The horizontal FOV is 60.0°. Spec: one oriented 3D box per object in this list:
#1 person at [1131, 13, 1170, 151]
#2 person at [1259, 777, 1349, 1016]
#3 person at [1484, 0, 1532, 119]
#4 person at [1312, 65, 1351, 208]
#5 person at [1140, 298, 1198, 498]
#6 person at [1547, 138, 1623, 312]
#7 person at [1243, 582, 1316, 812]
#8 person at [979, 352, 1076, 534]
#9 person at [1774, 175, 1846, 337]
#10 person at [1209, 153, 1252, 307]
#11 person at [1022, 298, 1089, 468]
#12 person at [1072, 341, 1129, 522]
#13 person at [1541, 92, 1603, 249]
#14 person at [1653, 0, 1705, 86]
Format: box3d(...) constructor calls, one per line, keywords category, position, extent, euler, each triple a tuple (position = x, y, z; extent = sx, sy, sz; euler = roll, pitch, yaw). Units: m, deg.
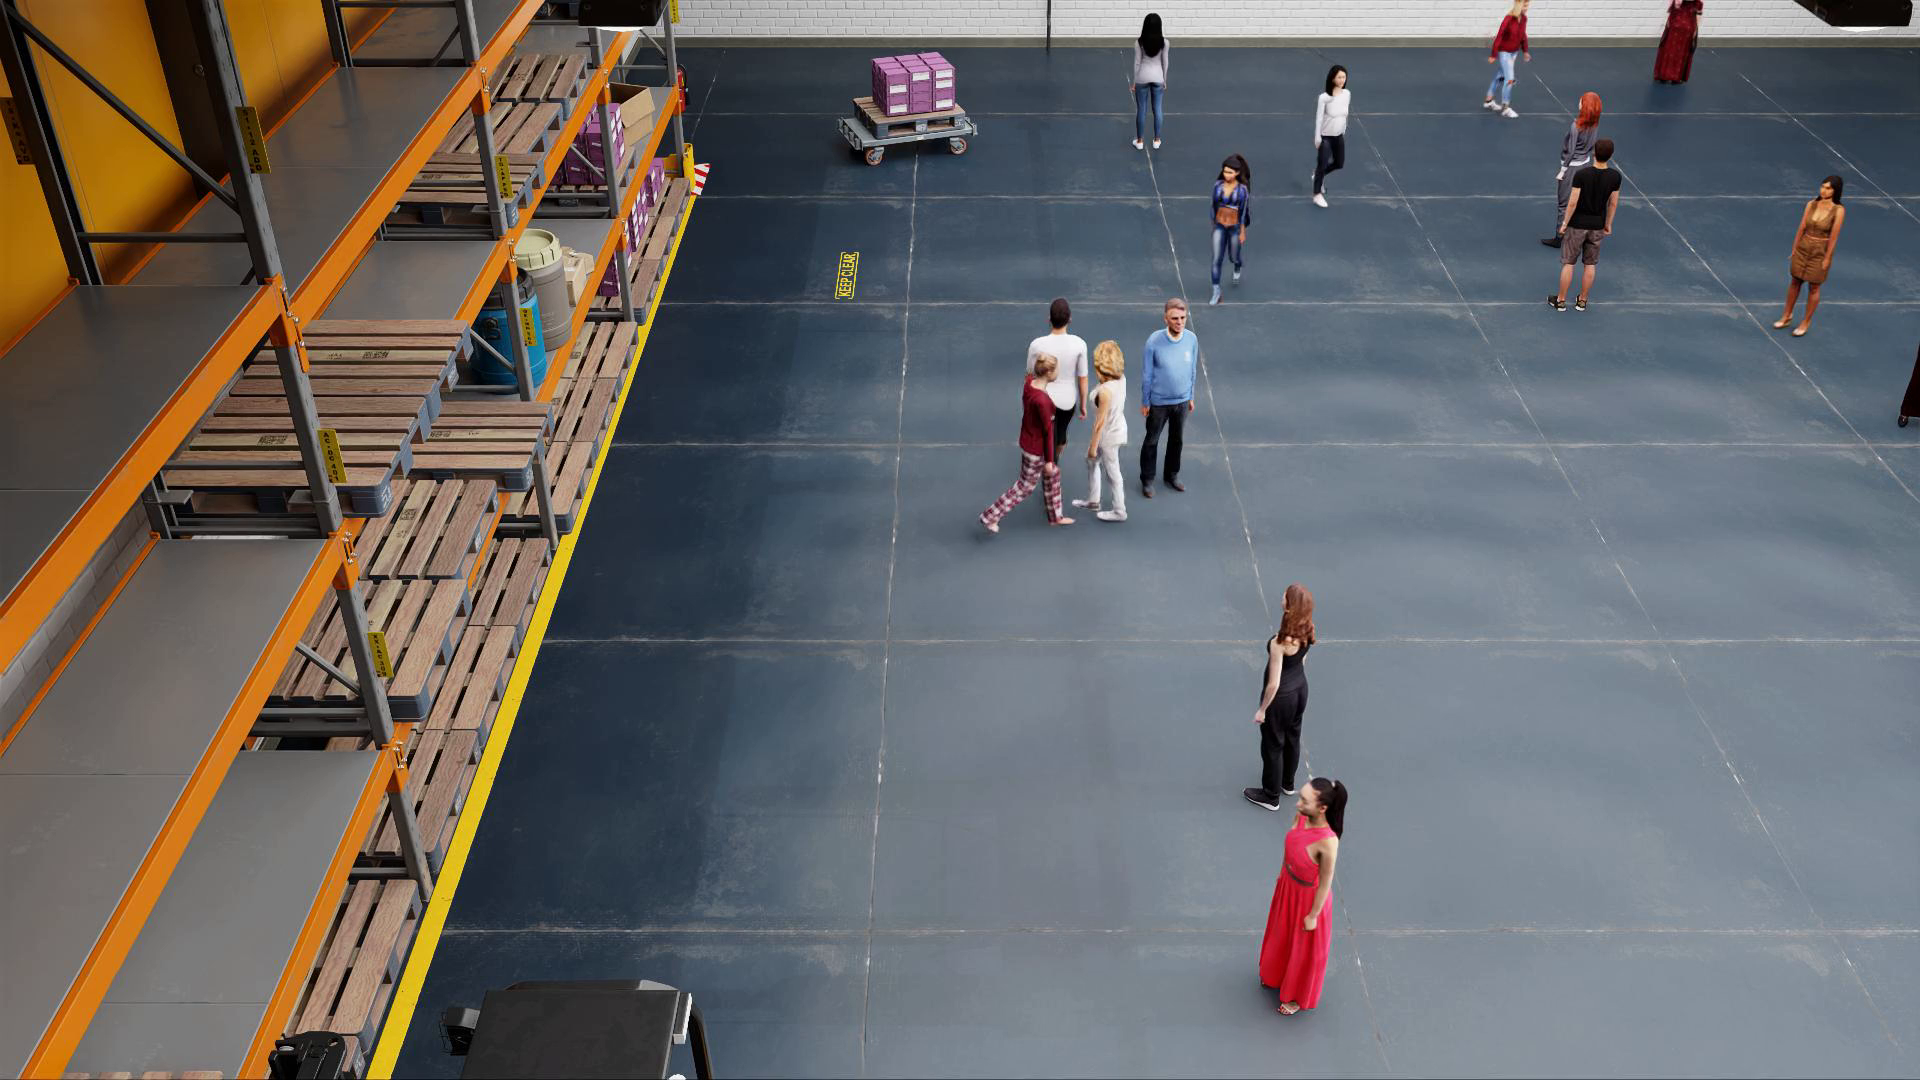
box3d(category="person", position=(2.434, -5.877, 21.318), extent=(0.610, 1.735, 0.529), euler=(-2, 34, -3))
box3d(category="person", position=(1.956, 2.016, 9.455), extent=(0.739, 1.721, 0.604), euler=(-9, 35, -14))
box3d(category="person", position=(7.342, -6.583, 22.501), extent=(0.902, 1.601, 0.980), euler=(-26, 42, -34))
box3d(category="person", position=(4.349, -4.834, 19.790), extent=(0.764, 1.688, 0.835), euler=(-14, 36, -20))
box3d(category="person", position=(1.786, -1.245, 14.273), extent=(0.717, 1.820, 0.681), euler=(-10, 35, -14))
box3d(category="person", position=(6.508, -3.274, 17.288), extent=(0.682, 1.861, 0.557), euler=(1, 34, 1))
box3d(category="person", position=(2.140, 1.022, 10.927), extent=(0.726, 1.747, 0.659), euler=(27, 42, 35))
box3d(category="person", position=(0.534, -0.752, 13.666), extent=(0.862, 1.671, 1.067), euler=(-5, 34, -8))
box3d(category="person", position=(8.661, -2.896, 16.874), extent=(0.697, 1.689, 0.608), euler=(-21, 39, -28))
box3d(category="person", position=(2.862, -3.288, 17.546), extent=(0.889, 1.598, 1.075), euler=(16, 37, 23))
box3d(category="person", position=(0.814, -1.121, 14.100), extent=(0.732, 1.804, 1.159), euler=(-2, 34, -4))
box3d(category="person", position=(1.326, -0.860, 13.850), extent=(0.788, 1.647, 0.756), euler=(8, 35, 12))
box3d(category="person", position=(6.908, -4.168, 18.707), extent=(0.659, 1.780, 0.685), euler=(-22, 40, -30))
box3d(category="person", position=(10.203, -7.279, 23.513), extent=(0.763, 1.639, 0.796), euler=(22, 40, 30))
